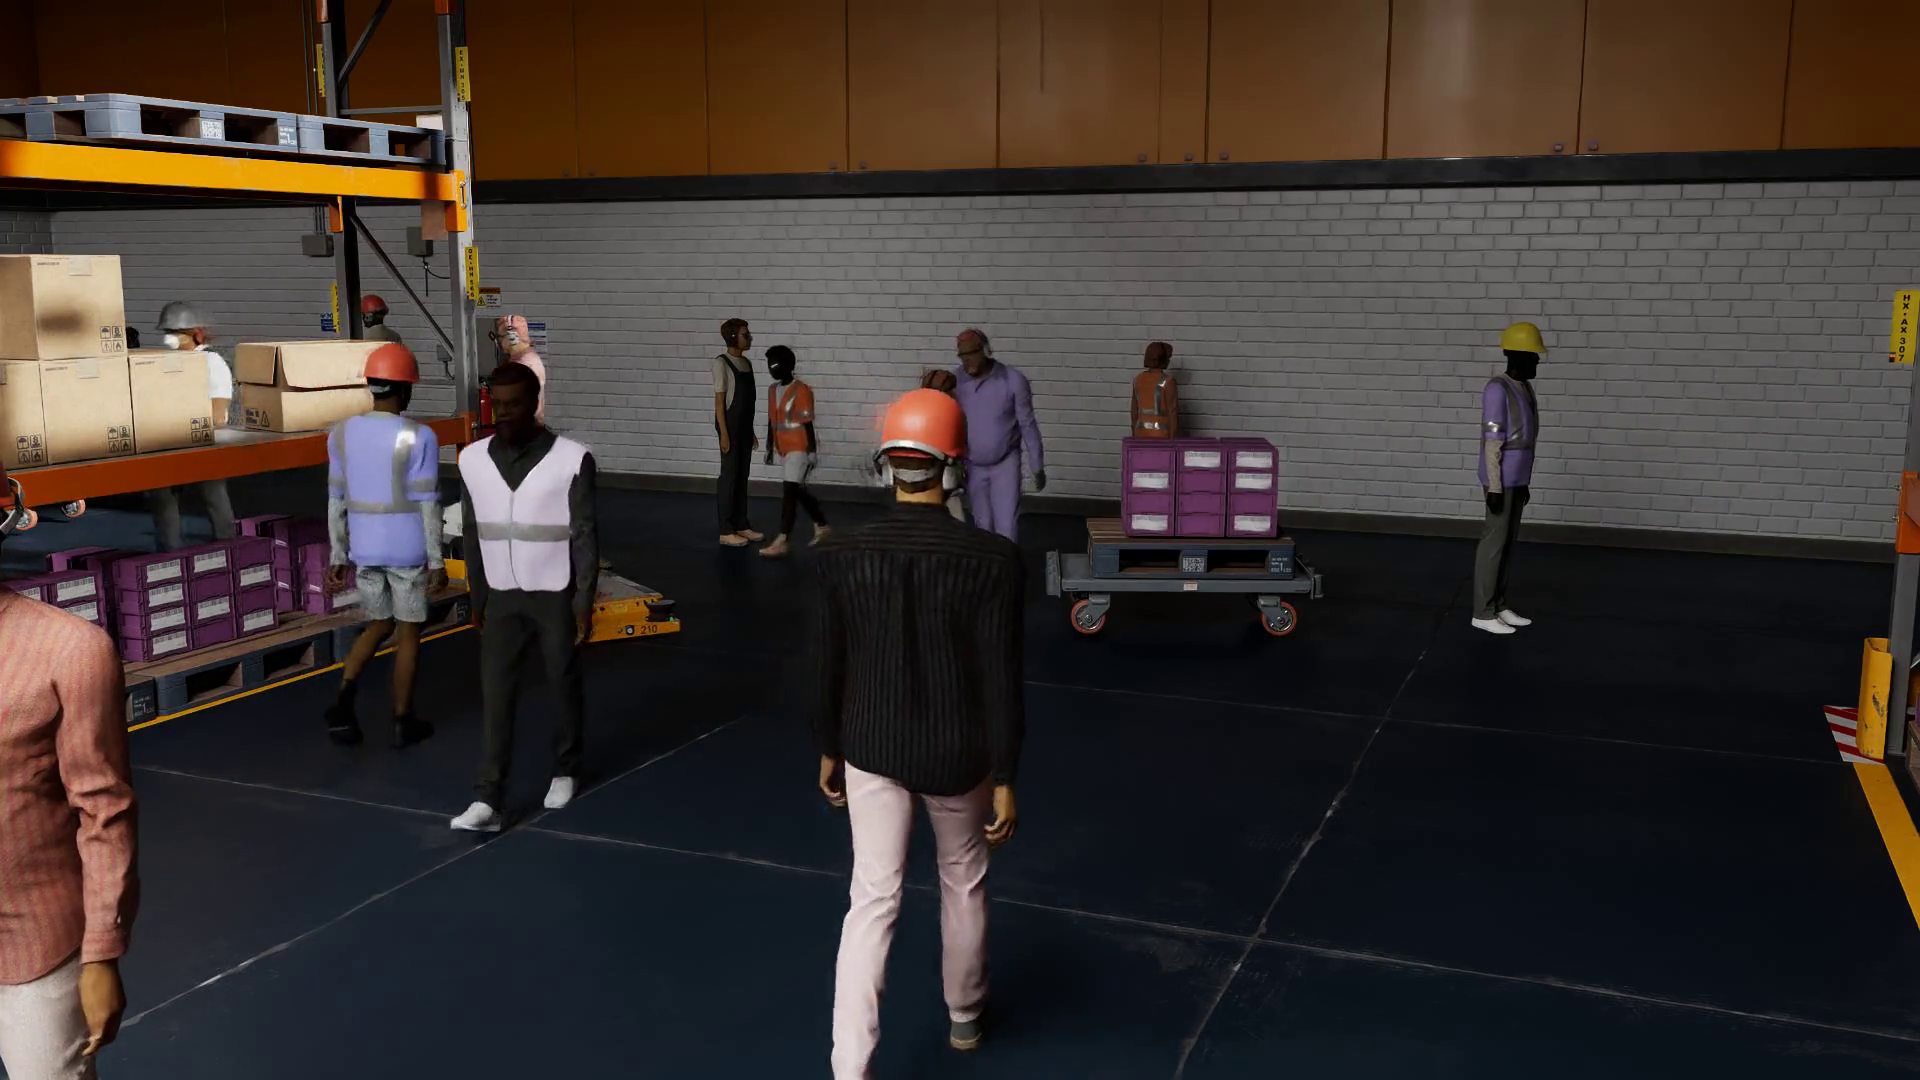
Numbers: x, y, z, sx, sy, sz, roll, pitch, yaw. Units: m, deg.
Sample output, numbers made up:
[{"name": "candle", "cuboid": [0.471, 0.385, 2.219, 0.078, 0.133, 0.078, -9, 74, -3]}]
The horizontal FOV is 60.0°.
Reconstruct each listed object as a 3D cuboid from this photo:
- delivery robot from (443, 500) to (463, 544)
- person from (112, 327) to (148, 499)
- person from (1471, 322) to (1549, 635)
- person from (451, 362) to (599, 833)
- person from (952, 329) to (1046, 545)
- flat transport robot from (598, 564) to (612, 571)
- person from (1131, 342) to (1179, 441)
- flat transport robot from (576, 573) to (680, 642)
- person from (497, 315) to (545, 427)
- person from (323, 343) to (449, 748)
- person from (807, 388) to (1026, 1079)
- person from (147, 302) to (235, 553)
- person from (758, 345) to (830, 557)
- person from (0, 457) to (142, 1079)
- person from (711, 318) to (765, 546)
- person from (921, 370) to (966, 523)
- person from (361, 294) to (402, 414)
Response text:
[{"name": "delivery robot", "cuboid": [-3.710, -0.118, 12.563, 0.707, 0.478, 0.477, 9, 13, 44]}, {"name": "person", "cuboid": [-8.039, -1.212, 16.046, 0.416, 1.685, 0.550, 0, 9, 3]}, {"name": "person", "cuboid": [3.423, -0.386, 10.326, 0.382, 1.924, 0.594, 7, 12, 35]}, {"name": "person", "cuboid": [-1.758, 0.238, 6.679, 0.614, 1.874, 0.956, 1, 9, 7]}, {"name": "person", "cuboid": [0.194, -0.467, 11.048, 0.736, 1.852, 0.858, 2, 10, 12]}, {"name": "flat transport robot", "cuboid": [-2.983, 0.191, 11.836, 0.652, 0.197, 1.431, -5, 11, -29]}, {"name": "person", "cuboid": [1.634, -0.839, 13.946, 0.311, 1.636, 0.523, -7, 12, -36]}, {"name": "flat transport robot", "cuboid": [-2.358, 0.401, 10.563, 0.652, 0.197, 1.431, -6, 11, -32]}, {"name": "person", "cuboid": [-3.322, -0.741, 12.563, 0.406, 1.902, 0.639, -2, 10, -14]}, {"name": "person", "cuboid": [-2.658, 0.058, 7.684, 0.557, 1.913, 0.603, 3, 10, 16]}, {"name": "person", "cuboid": [-0.132, 0.570, 4.469, 0.628, 1.954, 1.003, 2, 10, 14]}, {"name": "person", "cuboid": [-5.585, -0.701, 11.892, 0.705, 2.000, 0.791, 4, 10, 24]}, {"name": "person", "cuboid": [-1.293, -0.722, 13.158, 0.780, 1.654, 0.572, -7, 12, -38]}, {"name": "person", "cuboid": [-1.866, 0.760, 3.169, 0.611, 1.996, 0.378, 1, 9, 8]}, {"name": "person", "cuboid": [-1.813, -0.878, 13.554, 0.345, 1.847, 0.507, 4, 10, 21]}, {"name": "person", "cuboid": [-0.139, -0.297, 10.760, 0.726, 1.603, 0.531, 8, 12, 41]}, {"name": "person", "cuboid": [-5.661, -1.394, 16.234, 0.401, 1.989, 0.623, 2, 10, 13]}]
